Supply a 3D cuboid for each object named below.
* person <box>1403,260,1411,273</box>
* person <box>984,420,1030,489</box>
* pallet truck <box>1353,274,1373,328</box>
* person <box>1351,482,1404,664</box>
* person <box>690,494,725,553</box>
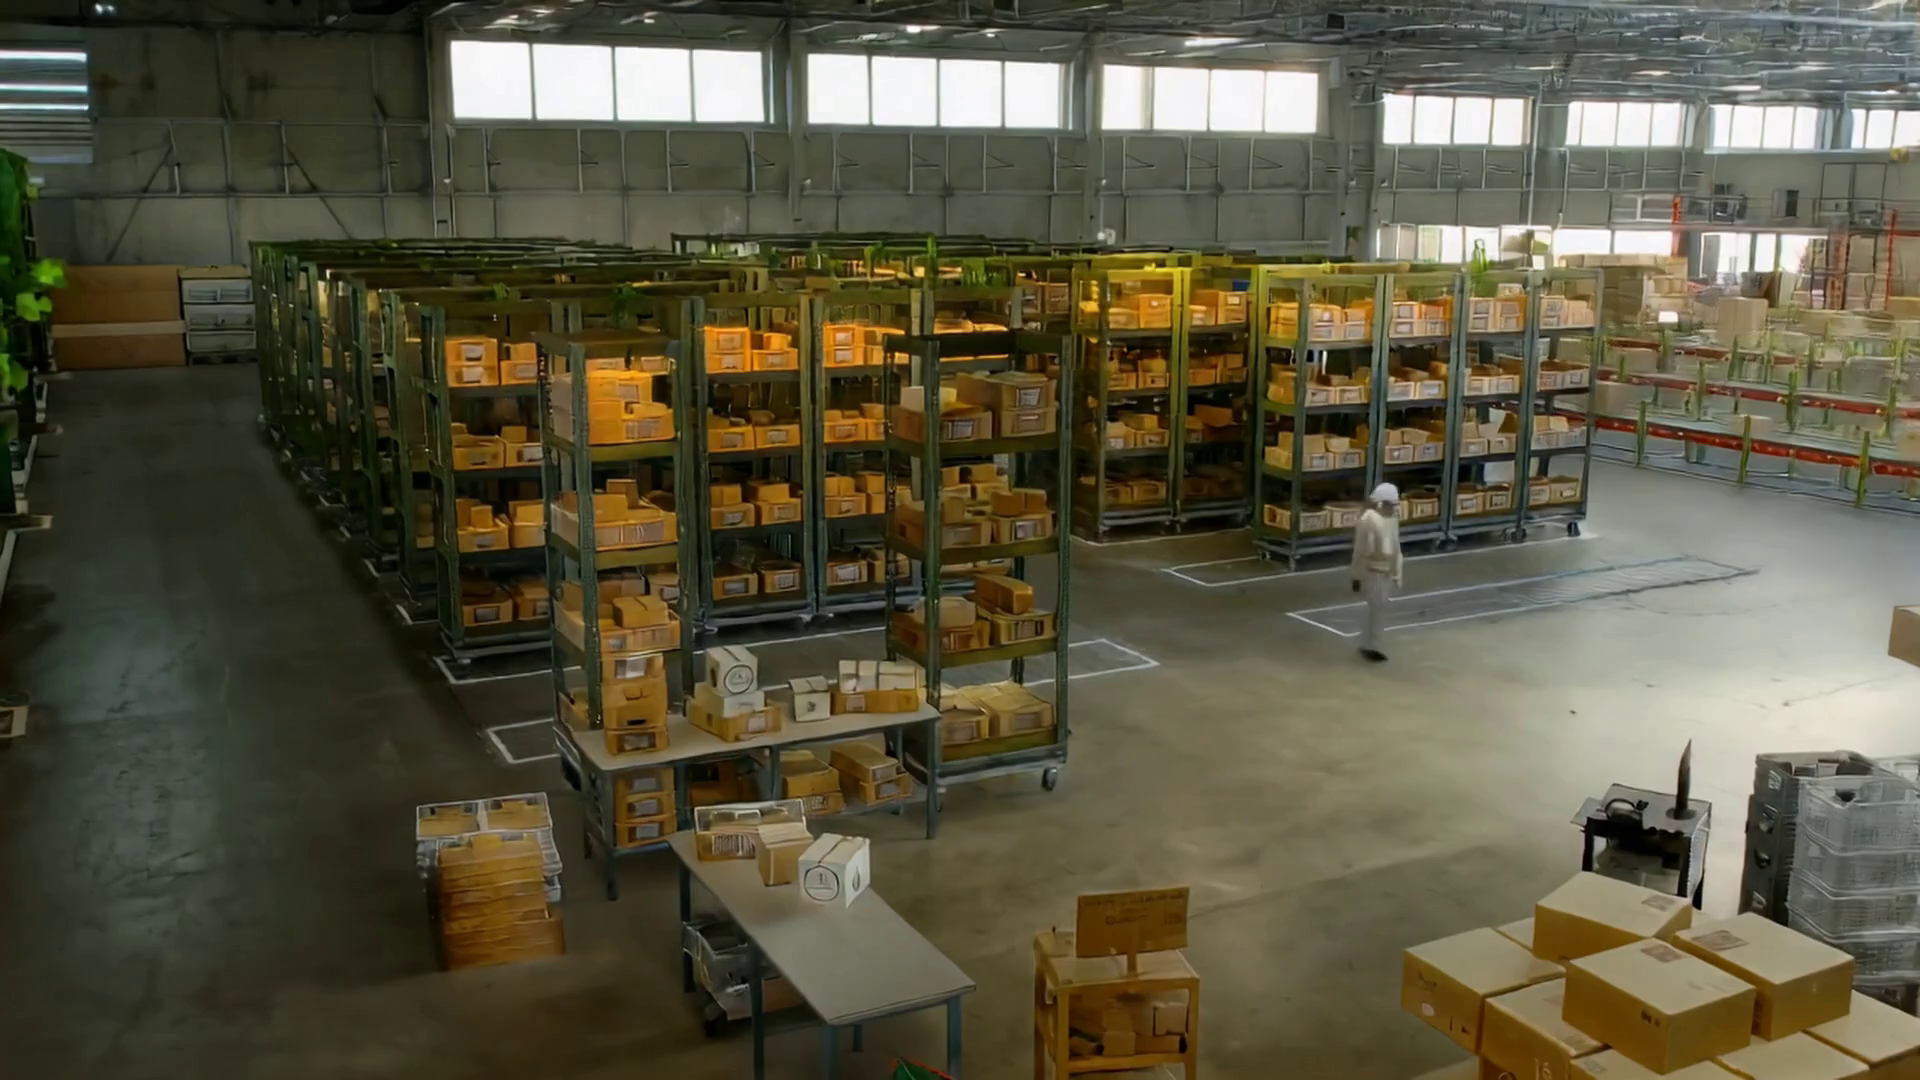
[{"bbox_3d":[16.600,-9.487,62.175,0.654,1.906,0.408,0,12,-1],"label":"person"},{"bbox_3d":[0.616,-1.023,22.530,0.678,1.923,0.450,2,12,12],"label":"person"},{"bbox_3d":[13.011,-8.050,55.243,0.823,1.965,1.885,-7,14,-28],"label":"pallet truck"},{"bbox_3d":[4.194,0.328,16.474,0.633,1.811,0.532,-11,16,-41],"label":"person"},{"bbox_3d":[-3.410,-0.660,21.150,0.977,1.792,0.613,-7,14,-30],"label":"person"}]
